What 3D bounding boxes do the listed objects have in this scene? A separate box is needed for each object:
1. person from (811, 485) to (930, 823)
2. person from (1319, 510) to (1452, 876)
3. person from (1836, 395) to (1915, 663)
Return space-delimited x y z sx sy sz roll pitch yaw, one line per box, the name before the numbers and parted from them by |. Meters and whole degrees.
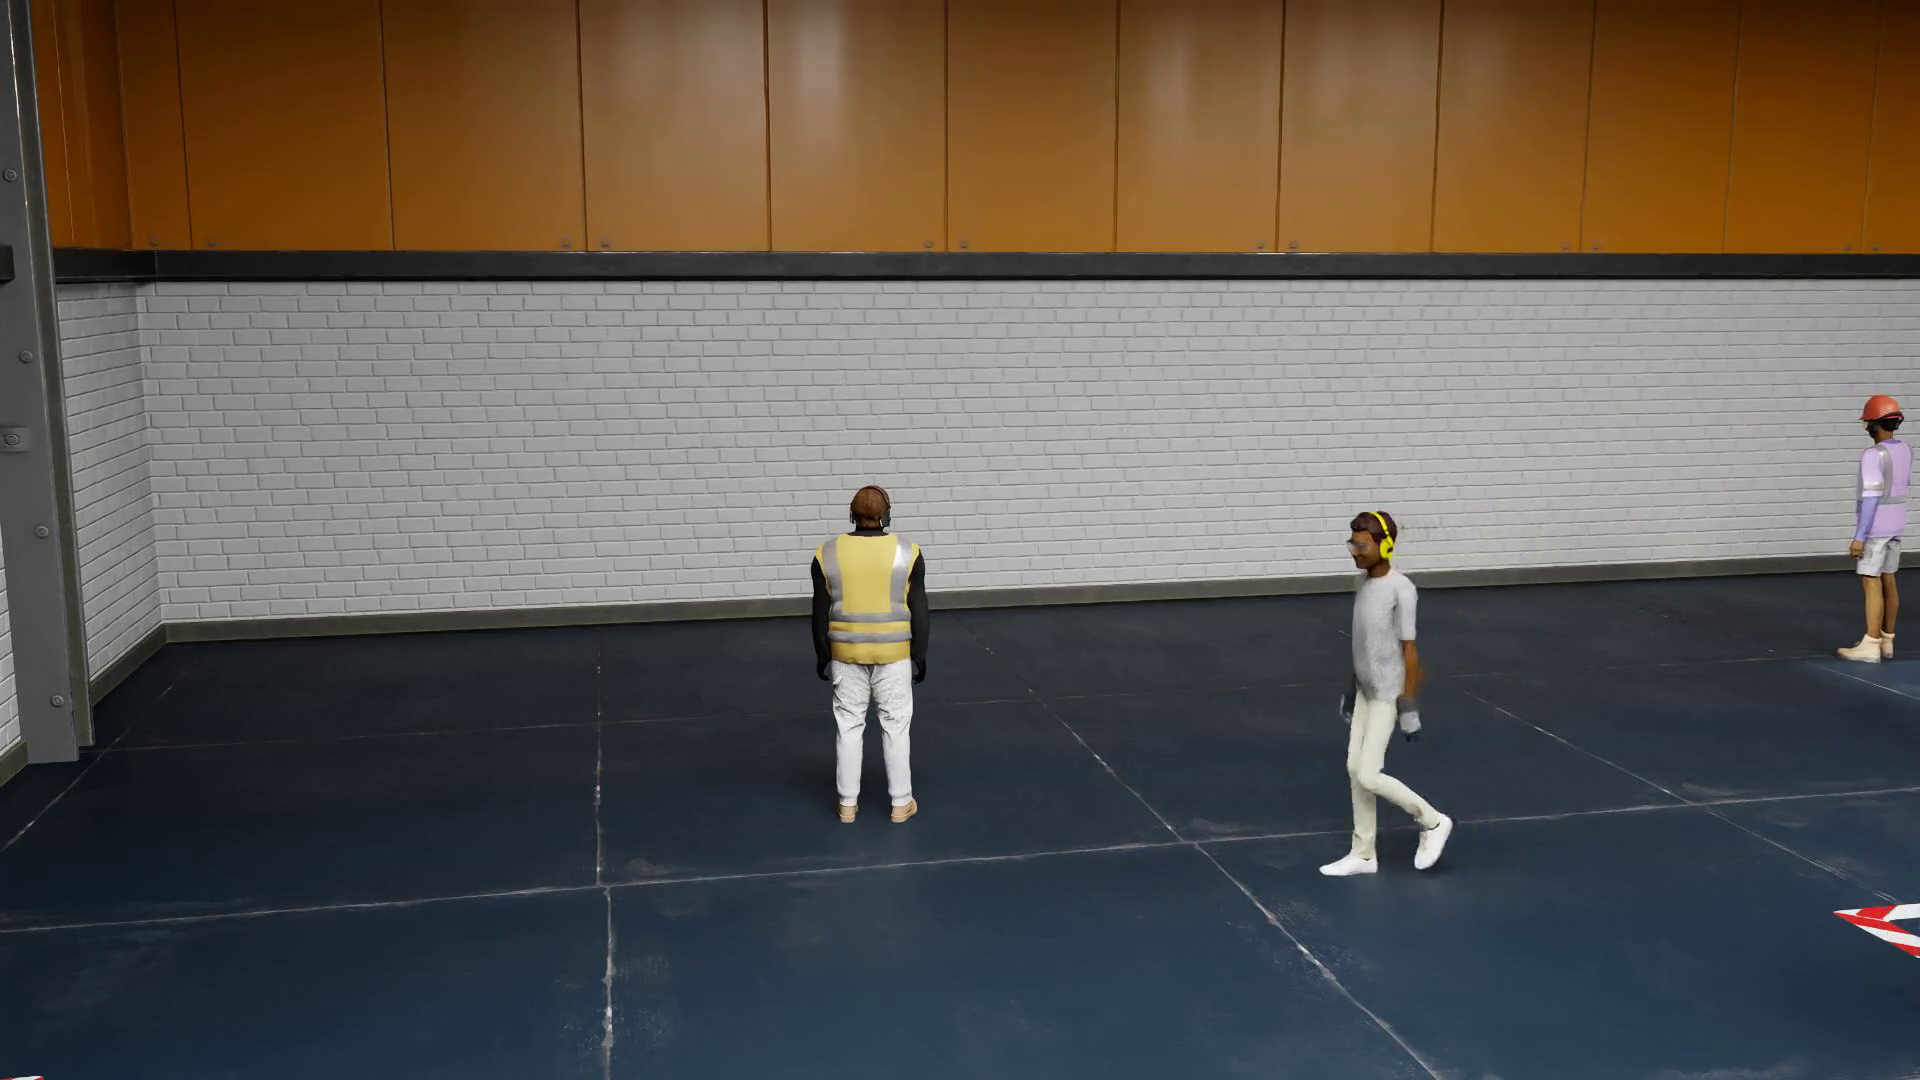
person | -0.479 0.619 9.012 0.633 1.841 0.429 0 9 2
person | 2.090 0.760 8.145 0.539 1.847 0.510 -2 10 -11
person | 6.982 -0.085 12.694 0.609 2.040 0.395 -7 11 -35
